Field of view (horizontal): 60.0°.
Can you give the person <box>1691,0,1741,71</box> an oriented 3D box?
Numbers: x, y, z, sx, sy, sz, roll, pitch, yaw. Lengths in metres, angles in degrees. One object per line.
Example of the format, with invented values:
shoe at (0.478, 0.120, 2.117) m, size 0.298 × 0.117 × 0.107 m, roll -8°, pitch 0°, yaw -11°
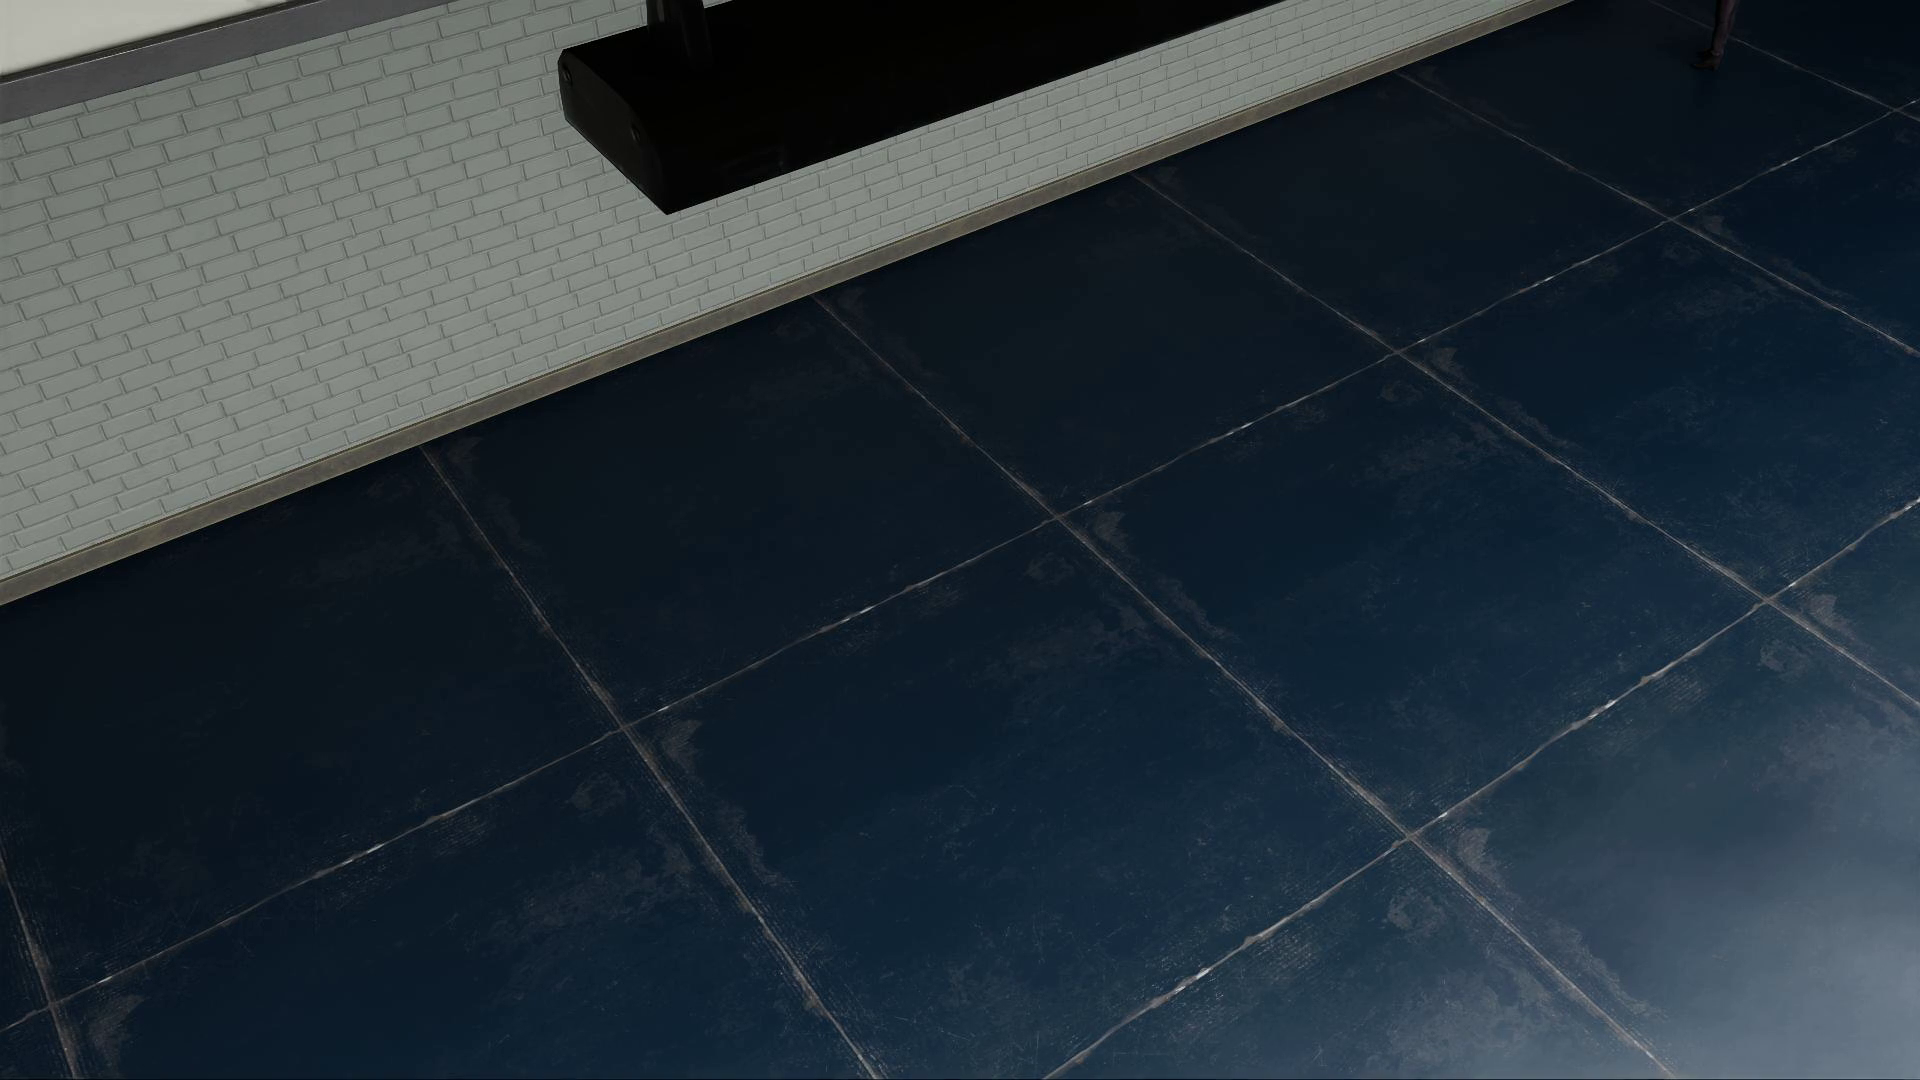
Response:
person at (6.633, -4.807, 14.225) m, size 0.592 × 1.589 × 0.646 m, roll 26°, pitch 49°, yaw 25°
